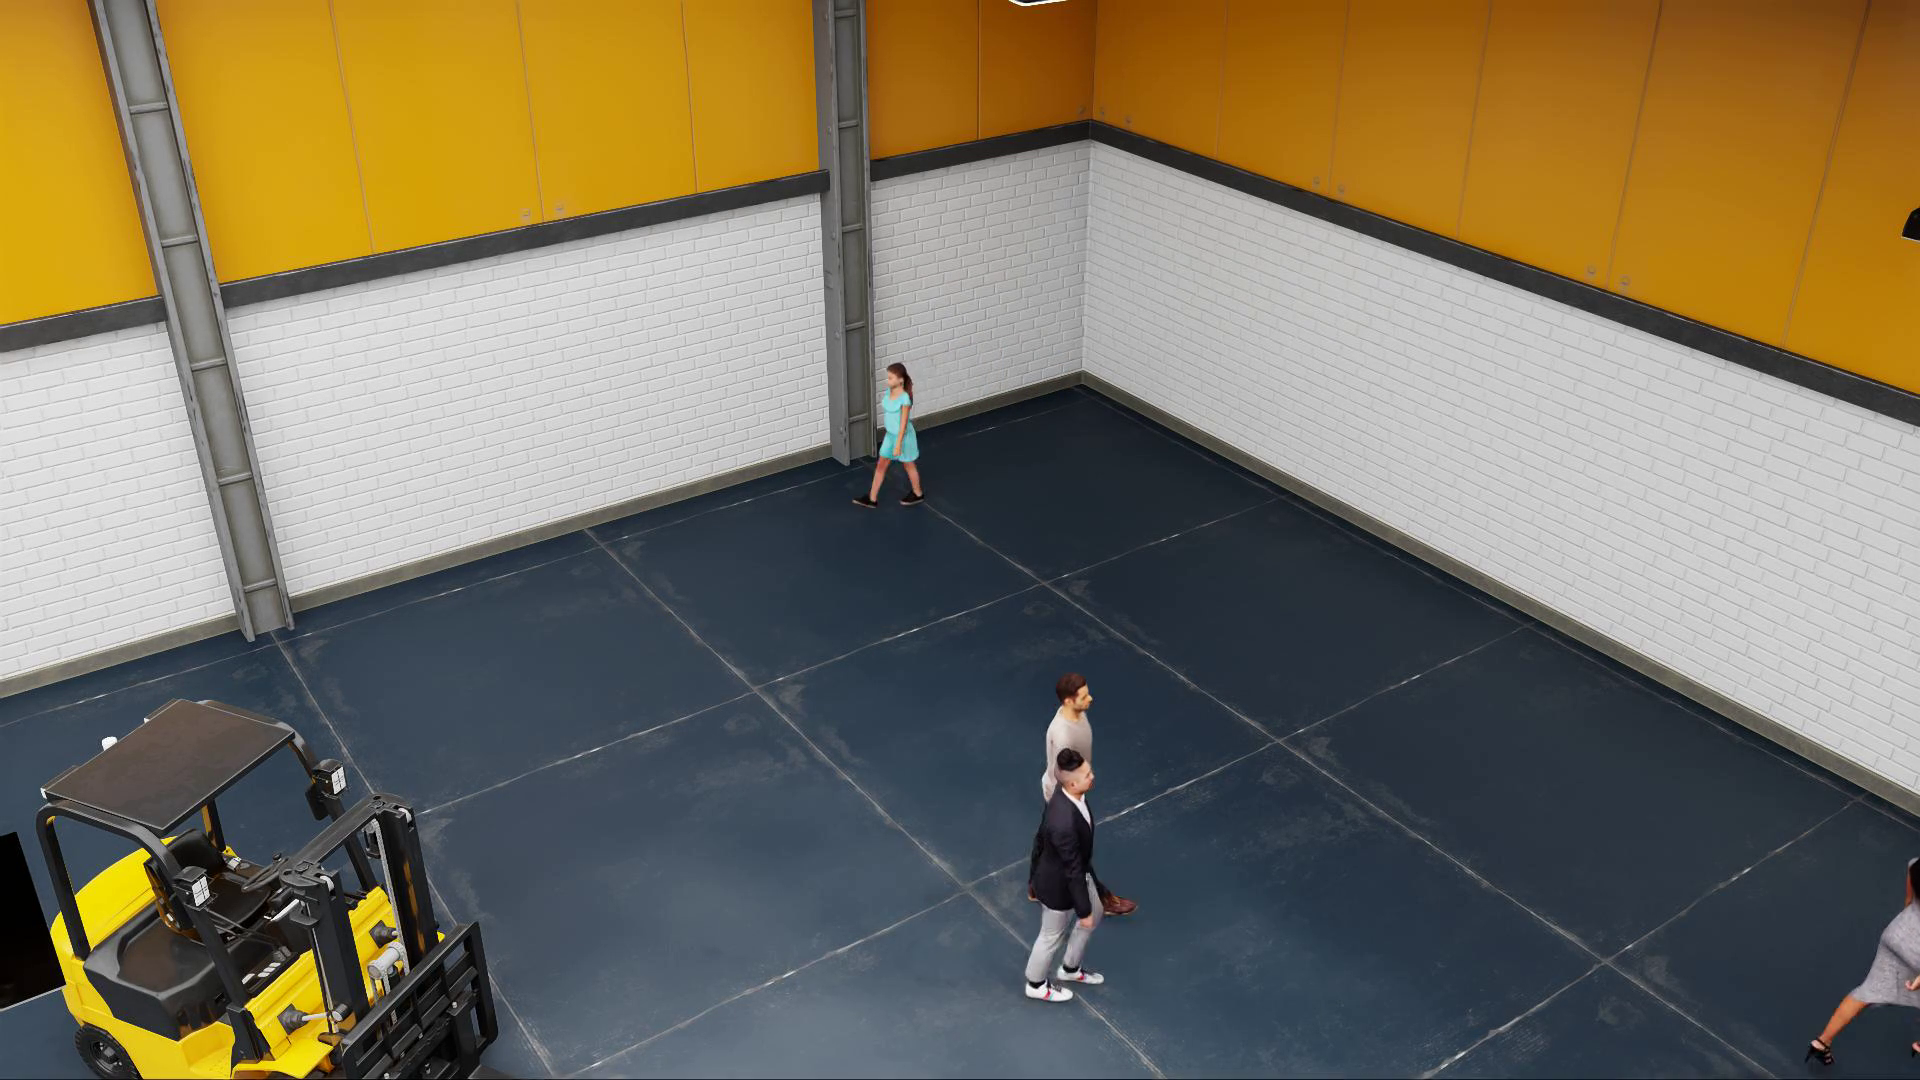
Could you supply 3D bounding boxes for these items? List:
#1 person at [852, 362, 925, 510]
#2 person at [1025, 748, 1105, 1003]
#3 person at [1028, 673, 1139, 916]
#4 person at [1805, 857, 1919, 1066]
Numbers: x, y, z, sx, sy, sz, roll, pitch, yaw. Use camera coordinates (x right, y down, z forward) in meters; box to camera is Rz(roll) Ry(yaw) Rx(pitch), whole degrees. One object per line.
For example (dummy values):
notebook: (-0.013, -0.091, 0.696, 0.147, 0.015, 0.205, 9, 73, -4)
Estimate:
person: (-0.511, -1.004, 16.109, 0.975, 1.528, 0.595, -16, 32, -26)
person: (0.535, 2.045, 10.096, 0.940, 1.933, 0.878, 6, 29, 10)
person: (0.598, 1.654, 10.905, 1.100, 1.846, 1.042, 5, 29, 9)
person: (5.408, 2.417, 9.622, 1.191, 1.734, 0.855, -7, 29, -12)
